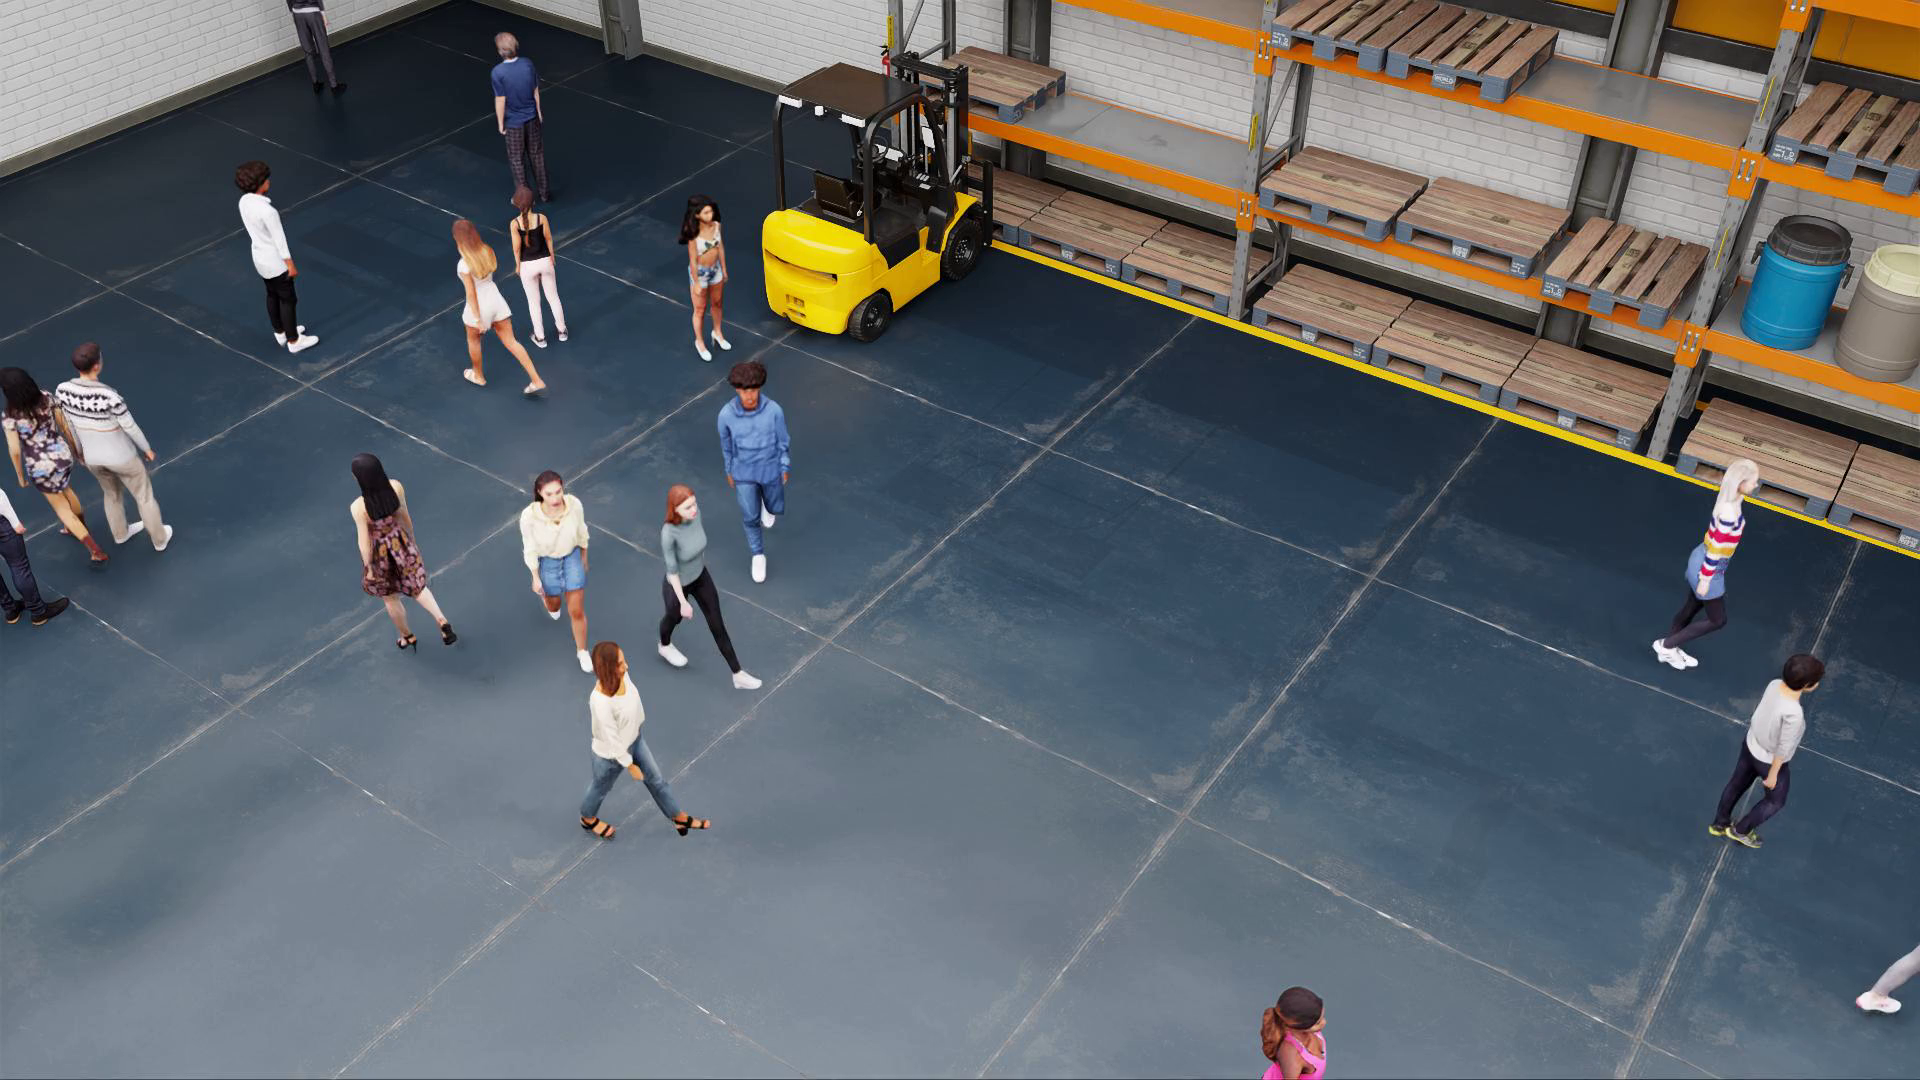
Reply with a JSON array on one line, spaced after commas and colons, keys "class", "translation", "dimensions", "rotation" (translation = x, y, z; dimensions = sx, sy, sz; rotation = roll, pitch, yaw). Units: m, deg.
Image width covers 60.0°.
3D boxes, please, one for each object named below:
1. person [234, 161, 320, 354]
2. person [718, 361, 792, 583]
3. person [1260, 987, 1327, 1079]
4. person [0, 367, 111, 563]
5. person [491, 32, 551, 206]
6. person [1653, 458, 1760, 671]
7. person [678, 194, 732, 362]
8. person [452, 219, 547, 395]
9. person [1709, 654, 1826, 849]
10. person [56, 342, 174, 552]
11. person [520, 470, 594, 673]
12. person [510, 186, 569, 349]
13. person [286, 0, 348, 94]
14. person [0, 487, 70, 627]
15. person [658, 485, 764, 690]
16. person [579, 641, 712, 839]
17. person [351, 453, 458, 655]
[{"class": "person", "translation": [-6.222, -2.557, 15.020], "dimensions": [0.541, 1.804, 0.712], "rotation": [31, 48, 33]}, {"class": "person", "translation": [-1.535, -0.592, 12.570], "dimensions": [1.053, 1.790, 1.100], "rotation": [-4, 39, -6]}, {"class": "person", "translation": [1.617, 2.815, 8.358], "dimensions": [0.665, 1.724, 0.637], "rotation": [7, 39, 9]}, {"class": "person", "translation": [-6.844, -0.529, 12.561], "dimensions": [0.992, 1.704, 0.715], "rotation": [22, 44, 25]}, {"class": "person", "translation": [-4.533, -4.339, 17.200], "dimensions": [0.743, 1.867, 0.696], "rotation": [-22, 44, -25]}, {"class": "person", "translation": [5.143, 0.172, 11.606], "dimensions": [0.686, 1.801, 0.713], "rotation": [17, 41, 20]}, {"class": "person", "translation": [-2.280, -2.372, 14.936], "dimensions": [0.575, 1.620, 0.566], "rotation": [27, 46, 30]}, {"class": "person", "translation": [-4.032, -1.978, 14.409], "dimensions": [1.113, 1.661, 0.587], "rotation": [22, 44, 25]}, {"class": "person", "translation": [4.953, 1.323, 10.372], "dimensions": [0.697, 1.542, 0.662], "rotation": [0, 39, 0]}, {"class": "person", "translation": [-6.416, -0.633, 12.580], "dimensions": [0.771, 1.842, 0.893], "rotation": [3, 39, 3]}, {"class": "person", "translation": [-2.859, 0.155, 11.776], "dimensions": [0.921, 1.616, 1.089], "rotation": [-18, 42, -21]}, {"class": "person", "translation": [-3.856, -2.496, 15.136], "dimensions": [0.610, 1.564, 0.629], "rotation": [-18, 42, -21]}, {"class": "person", "translation": [-7.642, -6.119, 19.500], "dimensions": [0.582, 1.779, 0.715], "rotation": [6, 39, 8]}, {"class": "person", "translation": [-7.020, -0.154, 11.961], "dimensions": [0.662, 1.868, 0.769], "rotation": [6, 39, 8]}, {"class": "person", "translation": [-1.954, 0.307, 11.530], "dimensions": [1.143, 1.685, 0.600], "rotation": [23, 44, 26]}, {"class": "person", "translation": [-2.209, 1.287, 10.338], "dimensions": [1.180, 1.640, 0.906], "rotation": [8, 39, 9]}, {"class": "person", "translation": [-3.923, 0.154, 11.660], "dimensions": [0.872, 1.761, 0.645], "rotation": [21, 43, 24]}]
